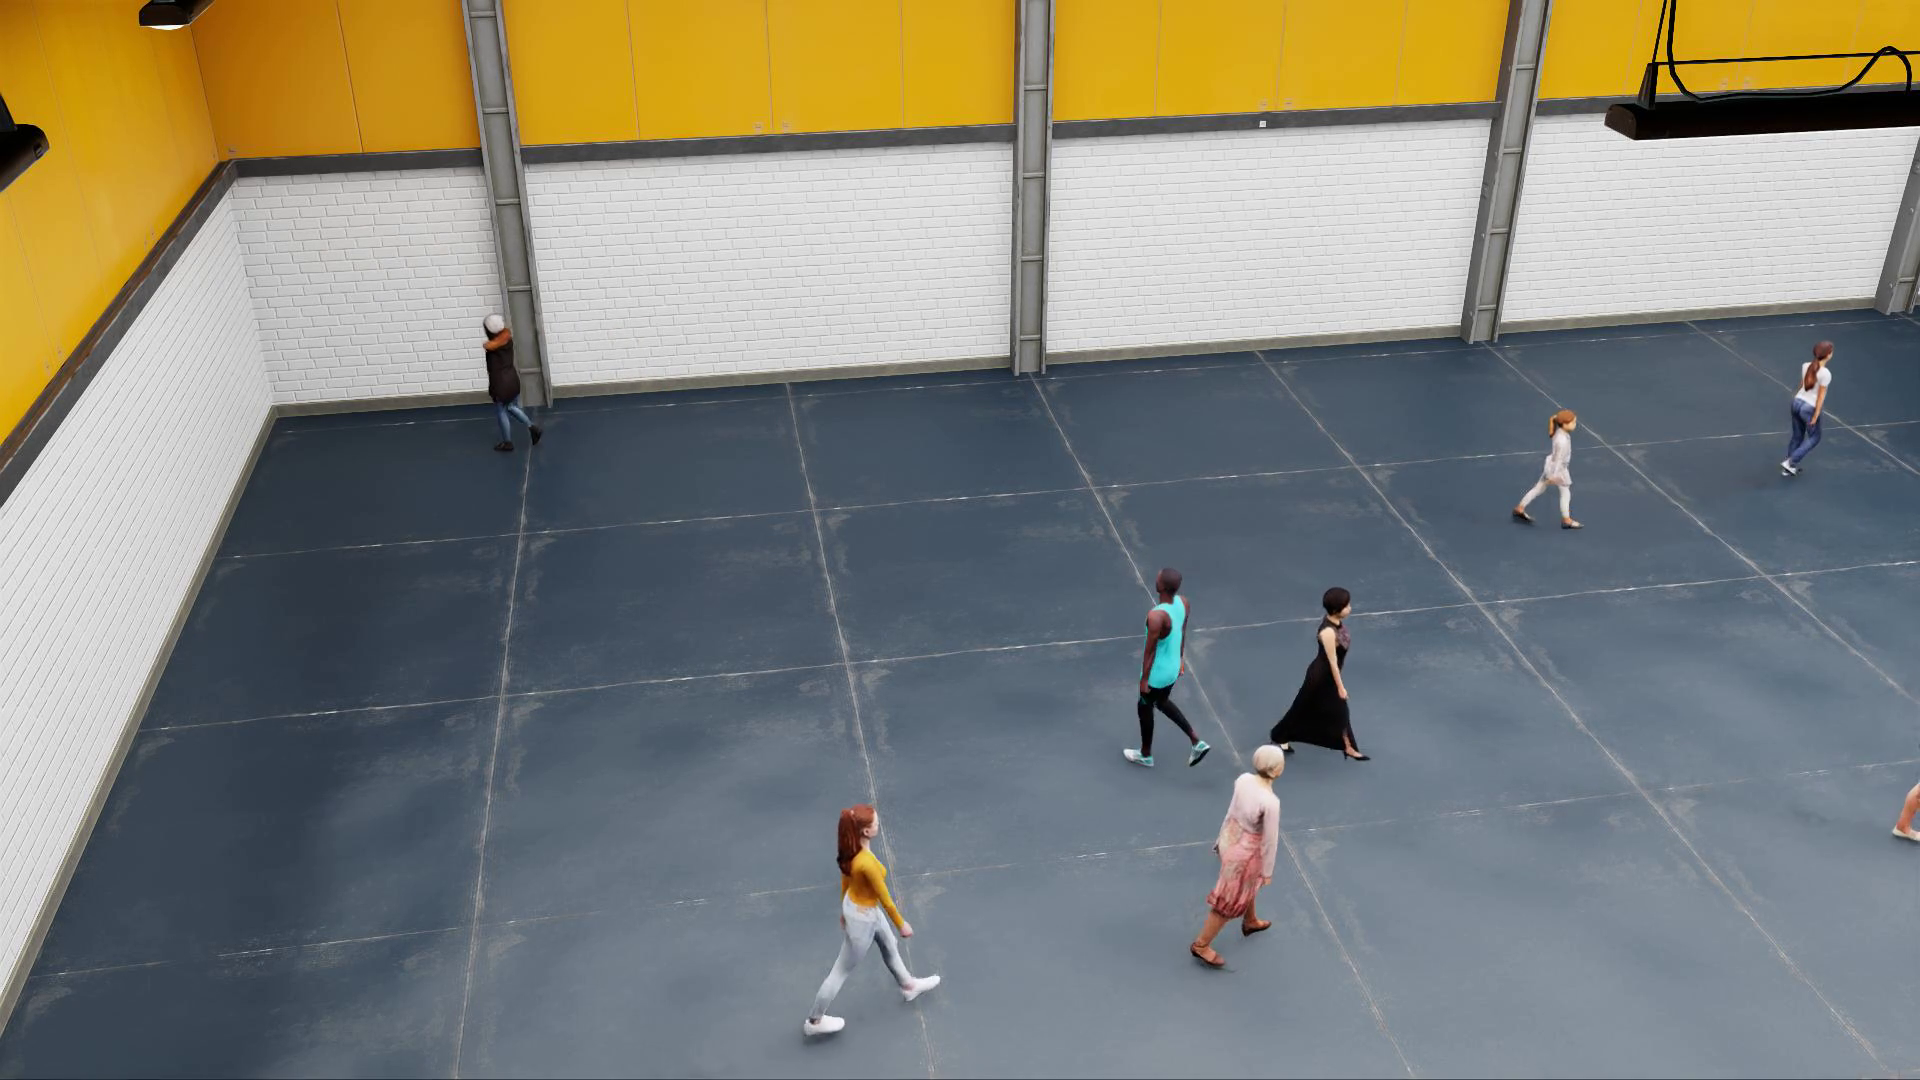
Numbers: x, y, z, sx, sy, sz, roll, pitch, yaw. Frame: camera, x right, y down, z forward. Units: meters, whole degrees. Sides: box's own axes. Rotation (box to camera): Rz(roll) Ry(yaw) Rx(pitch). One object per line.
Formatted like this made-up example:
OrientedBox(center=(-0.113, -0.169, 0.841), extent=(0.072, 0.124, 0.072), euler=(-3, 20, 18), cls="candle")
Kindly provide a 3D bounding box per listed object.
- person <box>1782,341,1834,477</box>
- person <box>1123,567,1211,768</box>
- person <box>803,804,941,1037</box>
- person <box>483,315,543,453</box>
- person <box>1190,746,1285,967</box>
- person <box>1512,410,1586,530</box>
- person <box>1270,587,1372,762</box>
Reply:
OrientedBox(center=(9.017, -1.392, 17.784), extent=(0.690, 1.553, 0.611), euler=(-11, 31, -20), cls="person")
OrientedBox(center=(1.661, 1.063, 13.035), extent=(1.027, 1.791, 0.992), euler=(21, 35, 33), cls="person")
OrientedBox(center=(-0.705, 2.473, 10.557), extent=(1.261, 1.689, 0.777), euler=(-13, 31, -22), cls="person")
OrientedBox(center=(-4.952, -1.712, 18.297), extent=(0.932, 1.625, 0.826), euler=(7, 29, 13), cls="person")
OrientedBox(center=(1.847, 2.143, 11.205), extent=(0.976, 1.648, 0.727), euler=(-10, 30, -18), cls="person")
OrientedBox(center=(5.954, -0.715, 16.831), extent=(1.015, 1.278, 0.802), euler=(8, 30, 15), cls="person")
OrientedBox(center=(2.804, 1.100, 13.219), extent=(1.114, 1.552, 0.941), euler=(11, 31, 20), cls="person")
